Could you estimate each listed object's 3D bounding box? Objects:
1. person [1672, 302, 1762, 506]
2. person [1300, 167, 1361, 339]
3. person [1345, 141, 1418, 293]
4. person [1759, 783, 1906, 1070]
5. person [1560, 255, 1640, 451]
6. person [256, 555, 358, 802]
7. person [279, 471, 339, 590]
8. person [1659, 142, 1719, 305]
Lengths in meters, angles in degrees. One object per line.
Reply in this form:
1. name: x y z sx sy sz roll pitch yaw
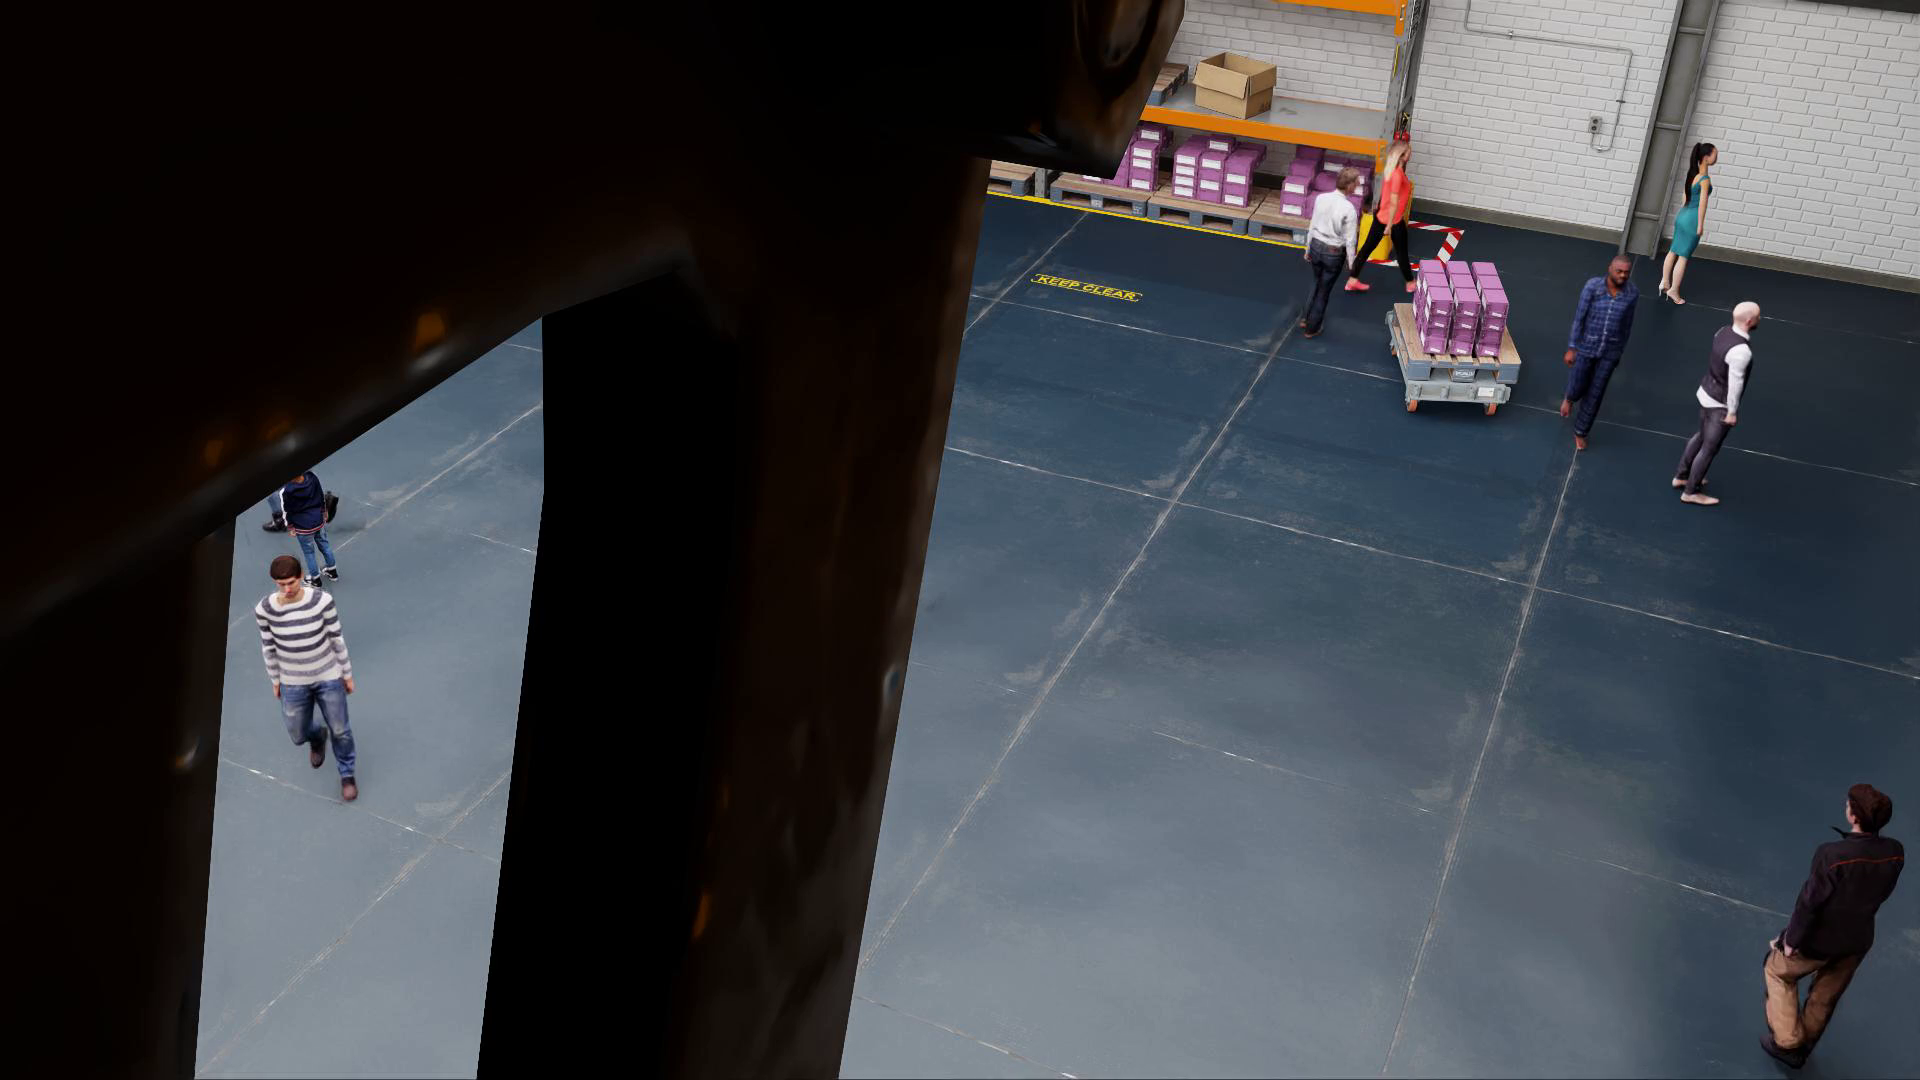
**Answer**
1. person: 6.302 -1.139 13.838 0.722 1.817 0.762 3 34 4
2. person: 3.571 -2.786 16.337 0.691 1.794 0.821 27 42 34
3. person: 4.351 -3.307 17.258 1.195 1.643 0.963 -2 34 -3
4. person: 4.651 2.155 8.798 0.796 1.910 0.897 -1 34 -2
5. person: 5.617 -1.710 14.707 0.842 1.806 0.844 6 34 8
6. person: -4.221 0.844 10.835 0.919 1.839 0.971 -9 35 -13
7. person: -5.076 -0.180 12.934 0.553 1.222 0.557 26 41 33
8. person: 7.523 -3.271 17.162 0.623 1.689 0.620 -2 34 -3
